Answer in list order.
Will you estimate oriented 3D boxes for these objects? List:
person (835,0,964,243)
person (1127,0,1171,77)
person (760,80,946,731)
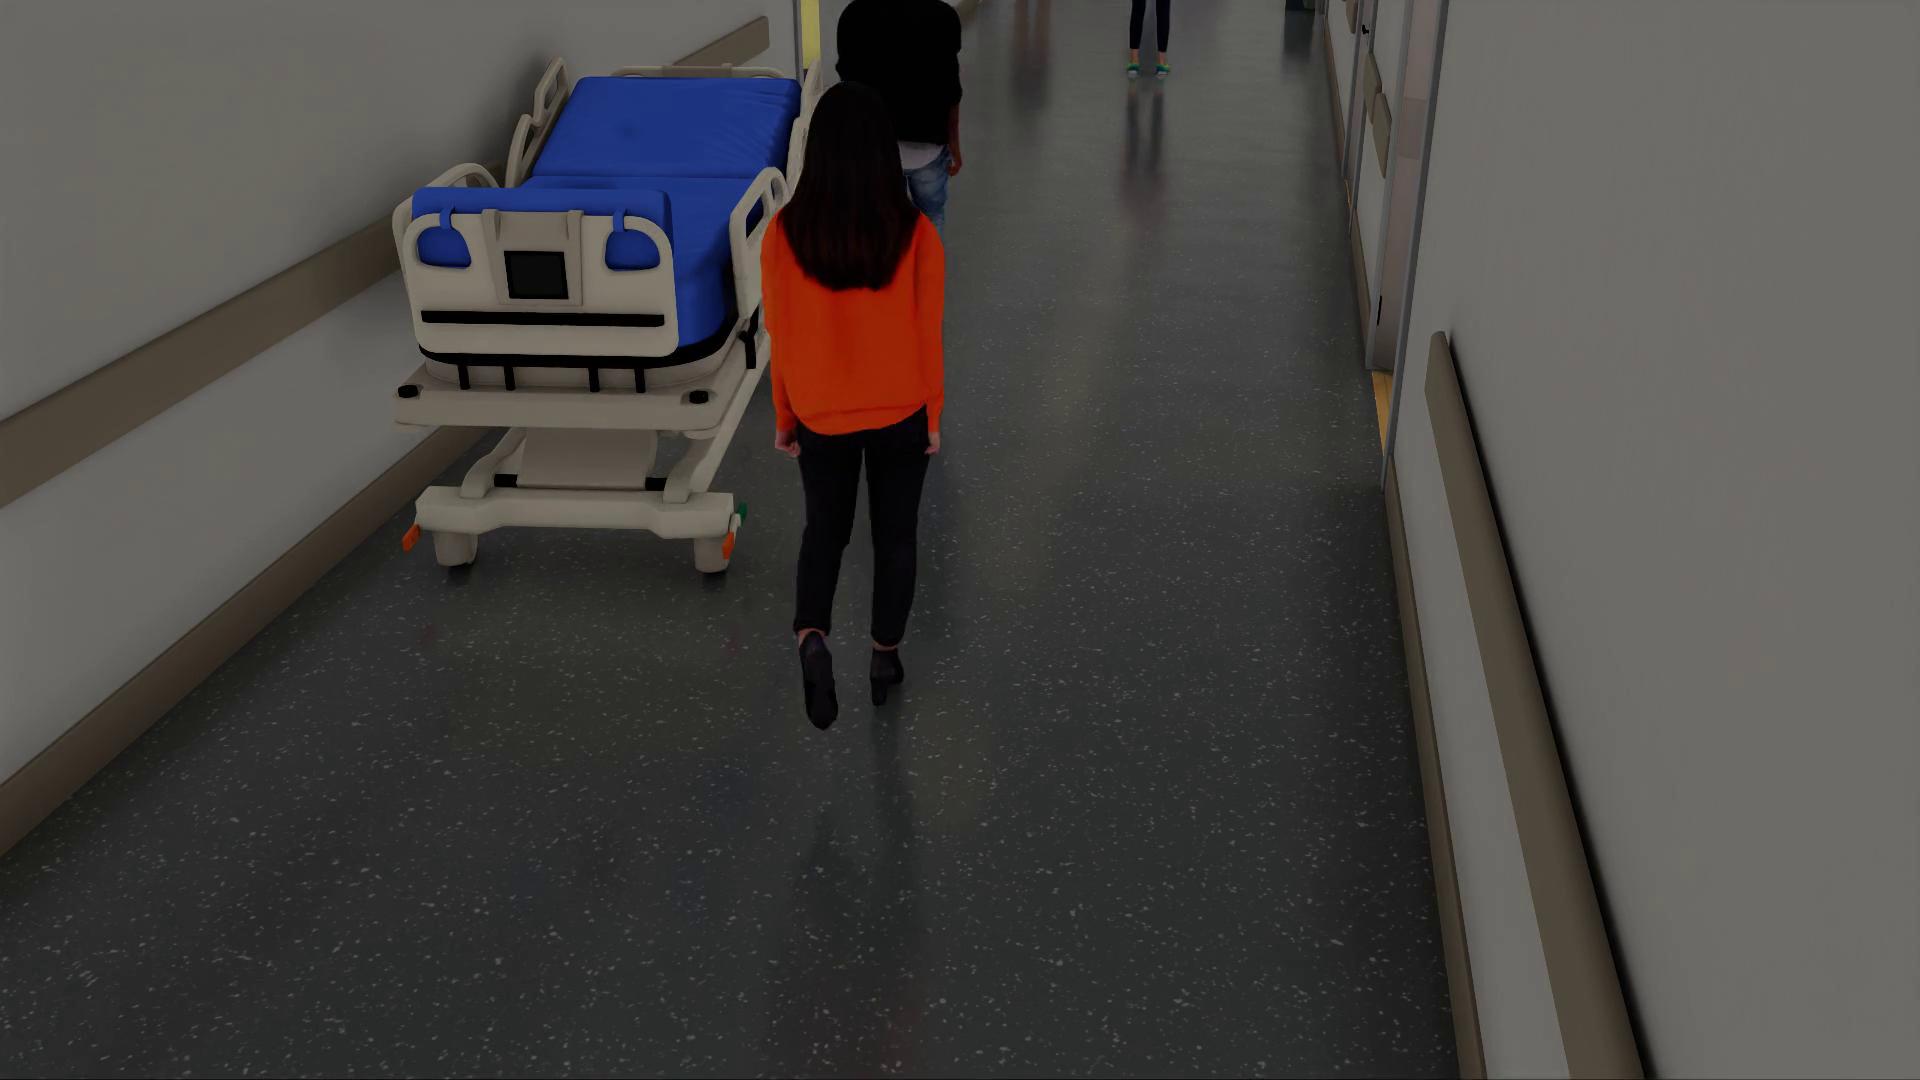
[{"bbox_3d":[-0.261,-1.748,7.256,0.722,1.799,0.819,1,26,2],"label":"person"},{"bbox_3d":[1.546,-4.609,13.301,0.468,1.702,0.649,4,26,7],"label":"person"},{"bbox_3d":[-0.265,-0.274,4.271,0.820,1.736,0.688,4,26,7],"label":"person"}]
